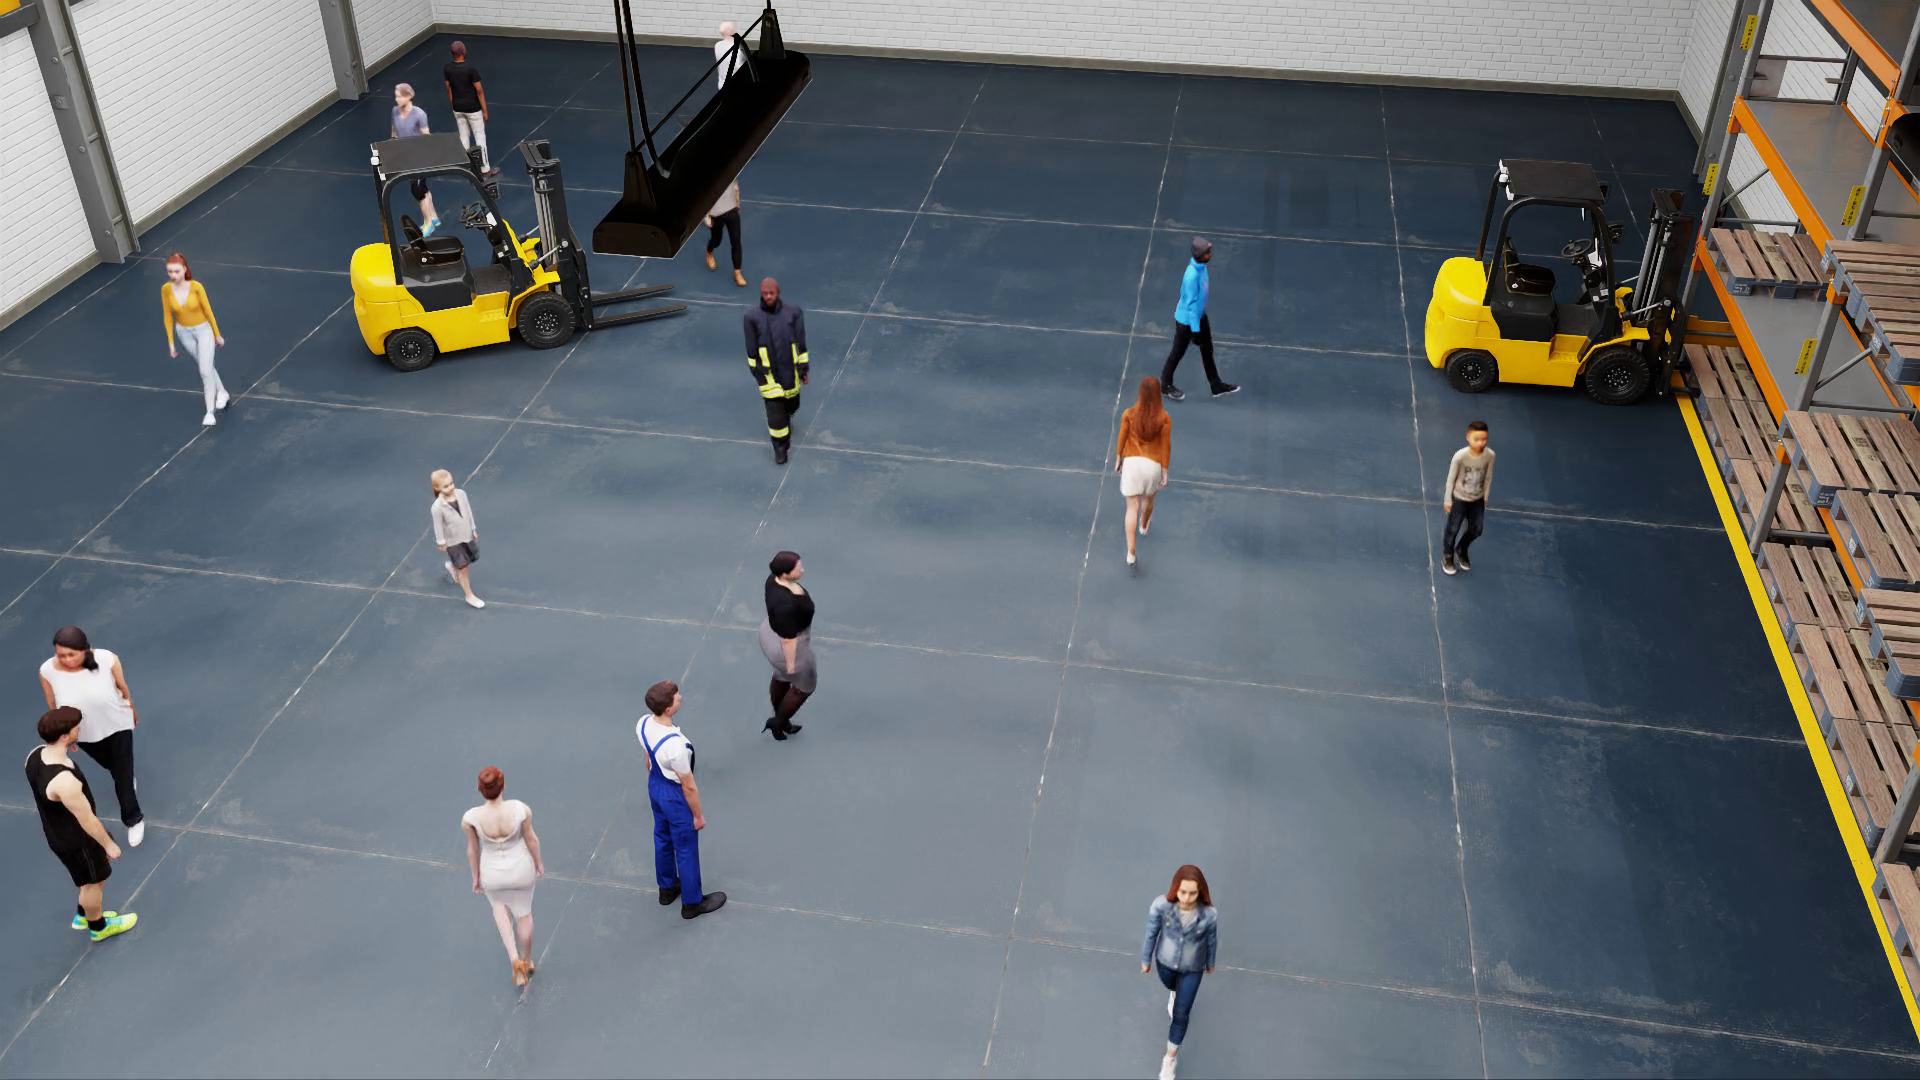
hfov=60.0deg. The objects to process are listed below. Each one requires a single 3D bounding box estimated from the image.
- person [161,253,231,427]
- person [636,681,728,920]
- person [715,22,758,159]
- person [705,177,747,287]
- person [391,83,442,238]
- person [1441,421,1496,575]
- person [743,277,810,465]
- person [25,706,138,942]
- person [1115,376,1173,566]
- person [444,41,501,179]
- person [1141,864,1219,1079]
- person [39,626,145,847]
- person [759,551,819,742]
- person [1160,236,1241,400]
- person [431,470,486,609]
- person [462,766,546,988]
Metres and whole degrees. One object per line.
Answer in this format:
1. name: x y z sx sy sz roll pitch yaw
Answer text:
1. person: -7.553 -2.041 16.501 0.814 1.714 1.158 -3 34 -5
2. person: -1.866 1.675 10.788 0.724 1.850 0.753 29 43 36
3. person: -3.095 -6.081 22.474 0.803 1.831 0.759 -25 41 -32
4. person: -2.769 -3.821 19.195 1.013 1.696 1.133 -17 37 -23
5. person: -6.582 -4.678 20.333 0.819 1.864 0.889 20 39 27
6. person: 4.324 -0.399 14.267 0.620 1.452 0.600 -3 34 -5
7. person: -1.733 -1.708 15.925 1.036 1.797 1.285 -7 34 -11
8. person: -5.652 1.882 10.466 0.880 1.862 0.917 27 42 34
9. person: 1.560 -0.572 14.316 0.631 1.685 1.106 5 34 7
10. person: -6.469 -5.653 21.853 0.656 1.805 0.575 6 34 9
11. person: 1.322 2.462 9.960 0.645 1.456 1.013 9 35 13
12. person: -5.996 1.249 11.606 0.955 1.654 1.206 -8 34 -12
13. person: -1.354 0.816 12.178 0.911 1.741 0.827 -14 36 -20
14. person: 2.229 -2.212 16.712 0.872 1.765 1.050 14 36 20
15. person: -4.236 -0.051 13.912 0.746 1.265 0.773 22 39 29
16. person: -2.773 2.124 10.174 0.722 1.782 0.801 -7 34 -10
